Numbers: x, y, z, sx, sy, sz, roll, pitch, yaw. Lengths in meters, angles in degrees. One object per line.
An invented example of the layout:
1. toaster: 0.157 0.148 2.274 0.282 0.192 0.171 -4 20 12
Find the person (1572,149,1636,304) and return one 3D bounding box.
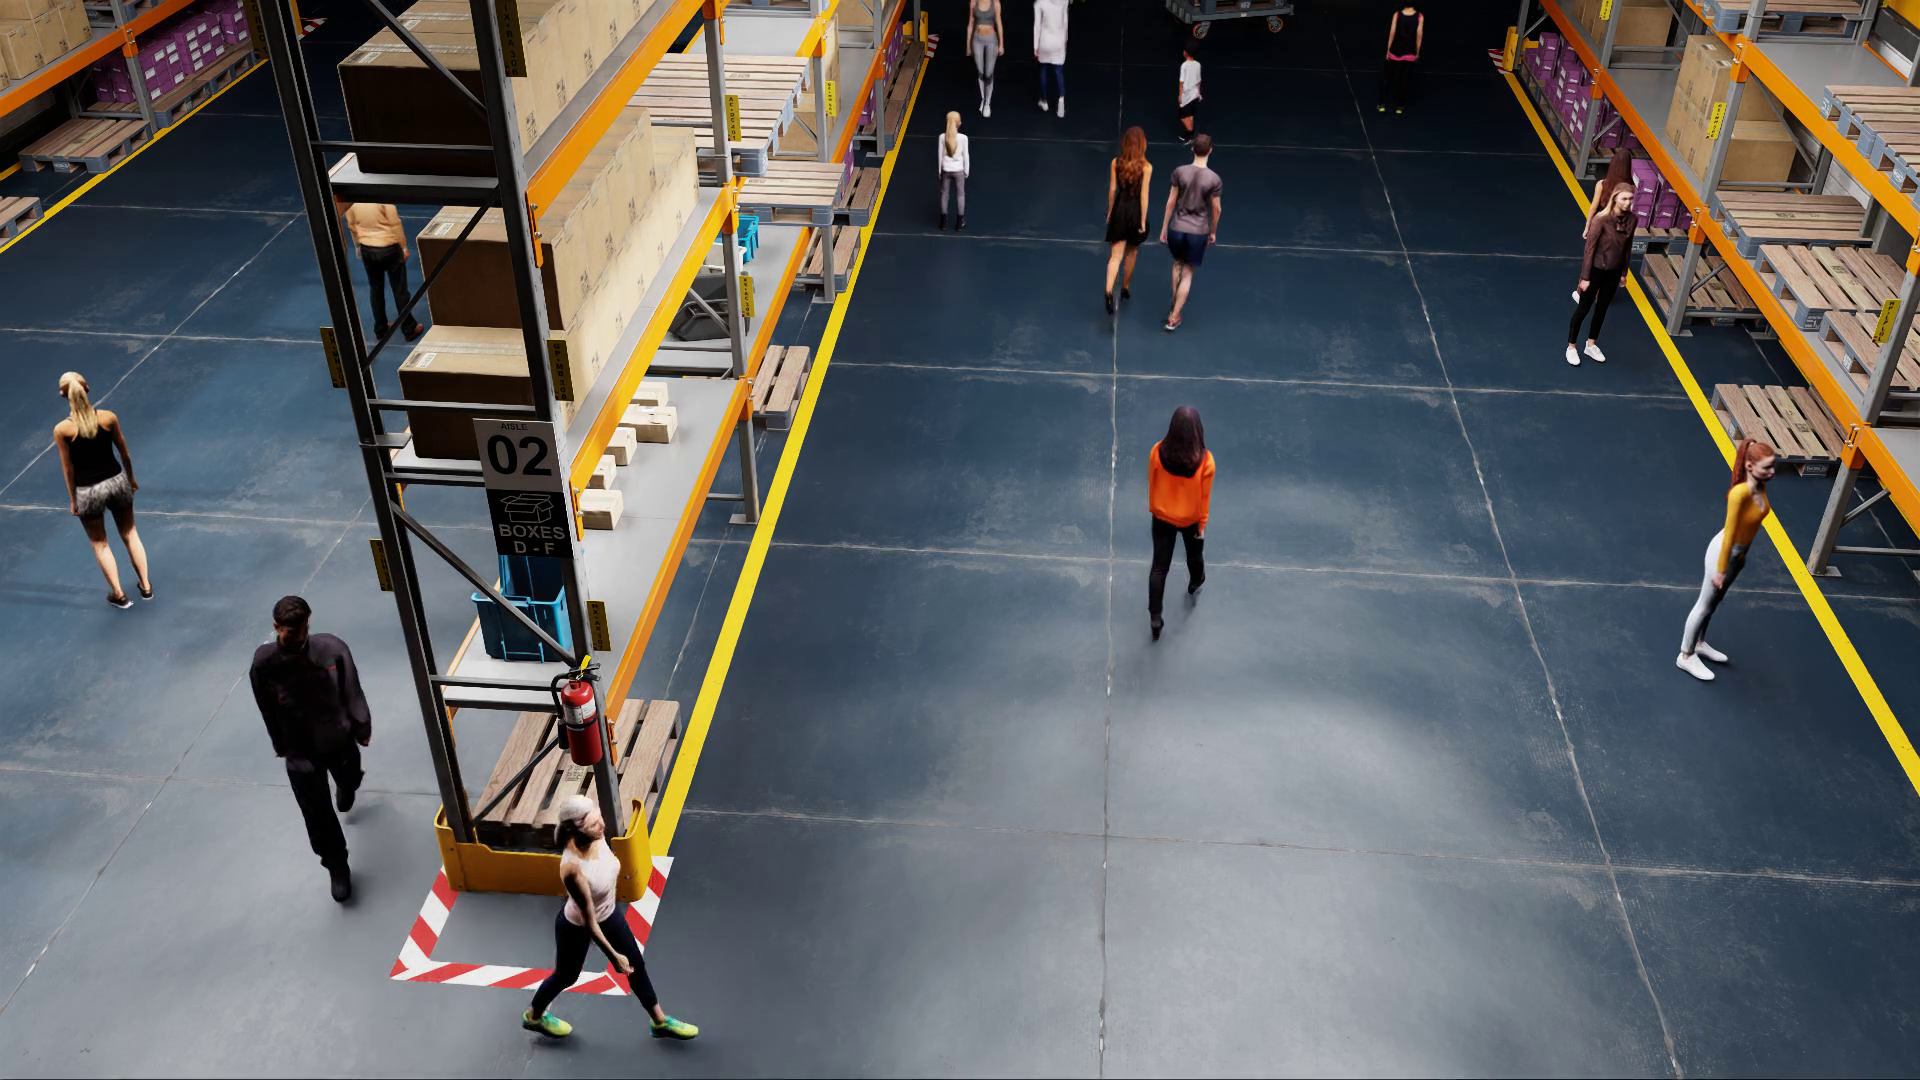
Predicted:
1. person: 6.205 -3.003 15.965 0.549 1.562 0.509 2 34 3

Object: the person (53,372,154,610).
1. person: -6.041 -0.348 11.718 0.701 1.842 0.771 -27 42 -34

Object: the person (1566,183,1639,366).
1. person: 5.771 -2.402 14.933 0.662 1.704 0.611 -7 34 -11

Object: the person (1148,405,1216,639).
1. person: 1.470 -0.085 11.440 0.836 1.711 1.131 13 36 19

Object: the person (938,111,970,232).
1. person: -0.081 -3.899 17.572 0.483 1.276 0.487 4 34 7

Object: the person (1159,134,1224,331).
1. person: 2.100 -2.802 15.424 0.801 1.826 0.899 10 35 14

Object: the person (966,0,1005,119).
1. person: 0.326 -6.133 20.562 0.656 1.685 0.800 7 34 11

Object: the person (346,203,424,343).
1. person: -5.335 -2.668 15.290 0.674 1.751 0.613 7 34 10

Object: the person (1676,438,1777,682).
1. person: 5.123 0.111 11.110 0.735 1.750 0.662 28 42 35

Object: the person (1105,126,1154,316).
1. person: 1.558 -2.947 15.660 0.786 1.807 1.170 11 35 15

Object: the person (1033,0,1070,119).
1. person: 1.147 -6.028 20.345 0.798 1.751 1.108 -6 34 -9

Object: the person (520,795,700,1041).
1. person: -1.961 1.965 8.406 0.733 1.656 1.124 5 34 8

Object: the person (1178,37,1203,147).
1. person: 2.748 -5.283 19.686 0.700 1.239 0.769 -23 40 -31

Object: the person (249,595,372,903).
1. person: -3.676 1.064 9.536 1.079 1.907 1.311 -12 35 -17

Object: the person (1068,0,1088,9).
1. person: 1.791 -8.654 24.404 0.965 1.631 0.914 -29 43 -36

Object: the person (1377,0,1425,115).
1. person: 5.465 -6.026 20.524 0.630 1.550 0.625 10 35 15
